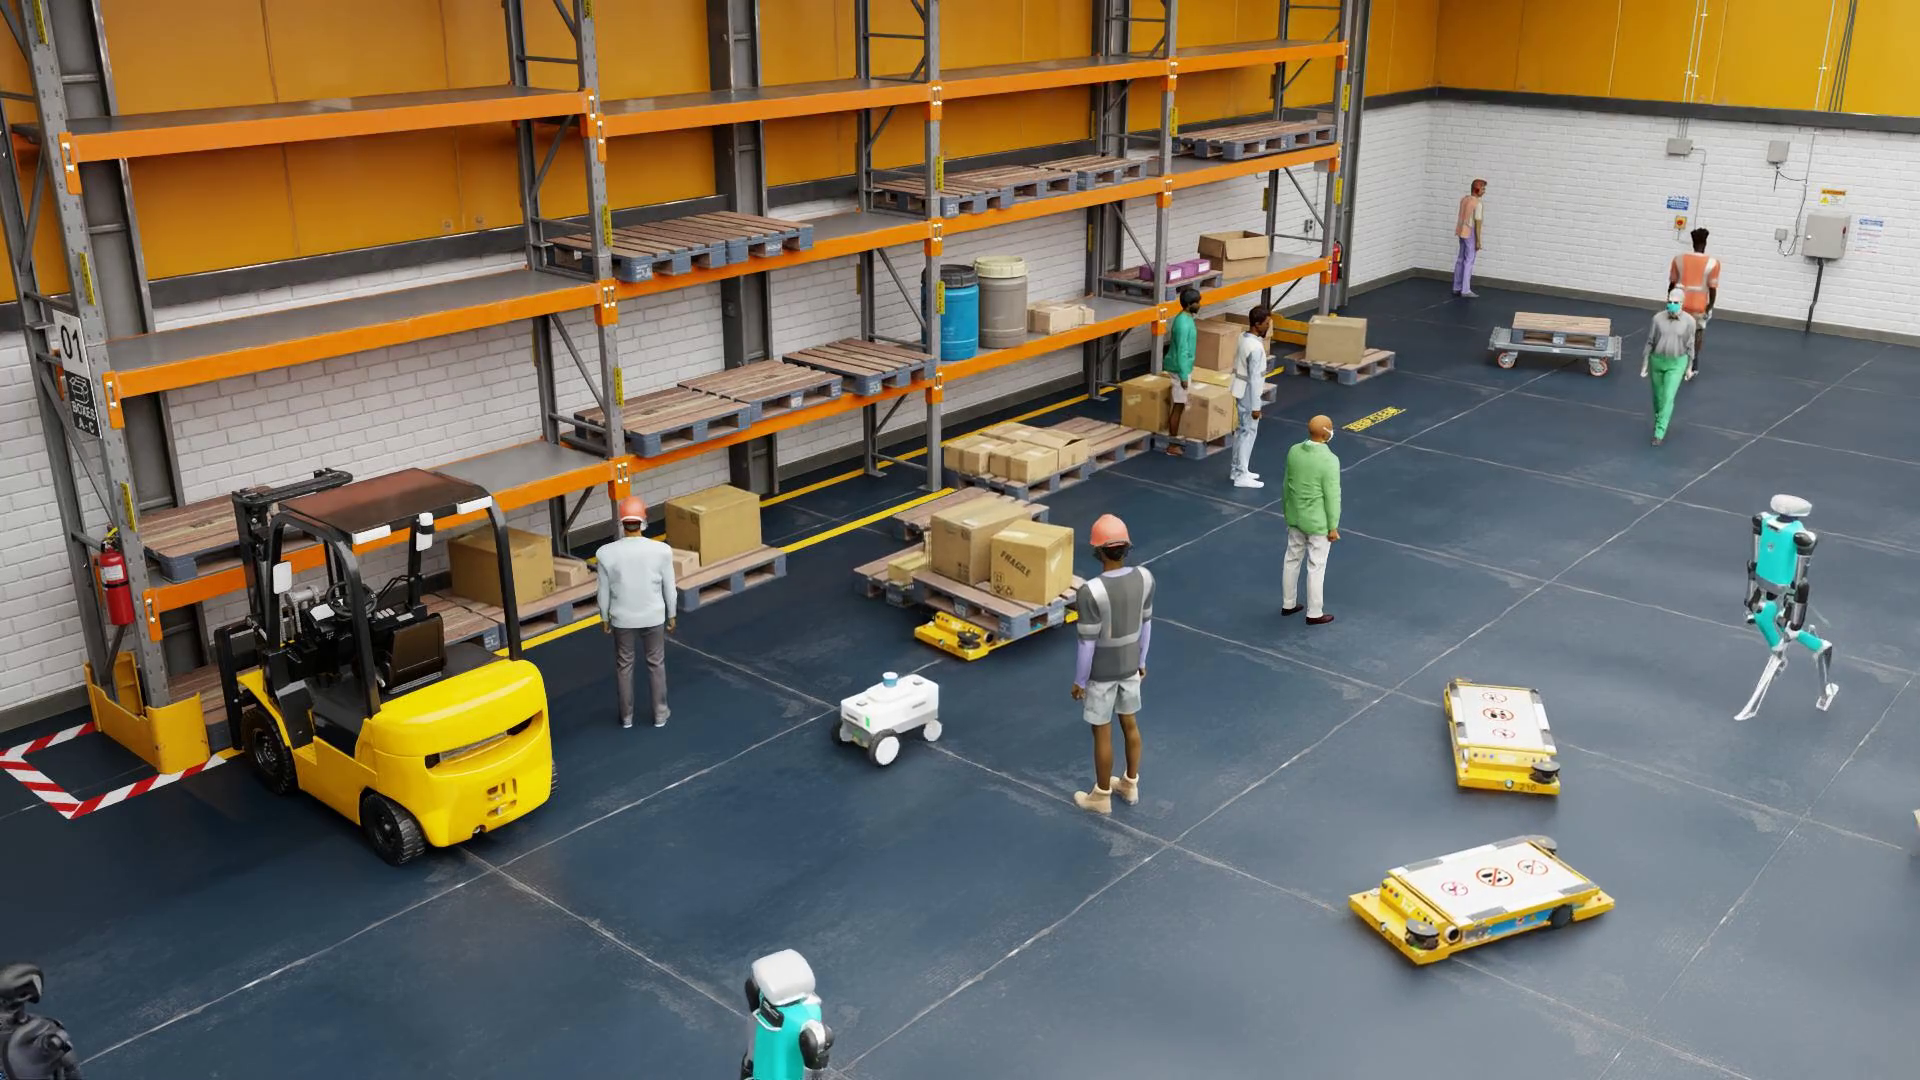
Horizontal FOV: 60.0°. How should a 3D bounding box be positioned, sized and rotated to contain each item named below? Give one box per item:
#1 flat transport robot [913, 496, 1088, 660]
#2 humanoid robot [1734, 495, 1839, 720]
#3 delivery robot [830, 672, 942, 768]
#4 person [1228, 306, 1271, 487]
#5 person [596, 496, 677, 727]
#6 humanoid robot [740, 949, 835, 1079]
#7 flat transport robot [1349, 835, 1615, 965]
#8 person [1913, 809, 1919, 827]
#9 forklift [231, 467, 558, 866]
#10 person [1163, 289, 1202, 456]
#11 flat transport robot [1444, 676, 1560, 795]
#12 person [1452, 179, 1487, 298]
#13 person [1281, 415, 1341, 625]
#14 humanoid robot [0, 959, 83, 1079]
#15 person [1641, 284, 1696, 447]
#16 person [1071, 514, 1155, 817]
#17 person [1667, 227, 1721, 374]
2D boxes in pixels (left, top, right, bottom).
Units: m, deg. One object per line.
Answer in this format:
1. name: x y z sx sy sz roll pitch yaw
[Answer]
1. flat transport robot: 0.363 0.633 13.836 1.431 0.231 0.659 -18 27 -40
2. humanoid robot: 6.188 0.487 12.151 0.958 1.768 0.540 -7 21 -18
3. delivery robot: -0.503 1.225 11.793 0.757 0.577 0.499 -17 26 -39
4. person: 2.991 -1.481 17.206 0.410 1.907 0.596 -2 20 -4
5. person: -2.320 0.522 12.012 0.568 1.739 0.350 -3 21 -9
6. humanoid robot: -0.973 2.548 6.588 0.995 1.770 0.530 -14 25 -34
7. flat transport robot: 3.091 2.110 9.833 1.431 0.231 0.659 -9 22 -22
8. person: 6.329 1.135 10.324 0.577 1.758 0.559 1 20 3
9. forklift: -3.730 0.710 10.856 2.313 2.155 1.214 17 26 38
10. person: 2.433 -1.851 18.301 0.396 1.843 0.500 4 21 10
11. flat transport robot: 3.832 1.375 11.827 0.659 0.231 1.431 4 21 11
12. person: 7.996 -4.739 26.126 0.392 1.835 0.568 -5 21 -12
13. person: 2.923 -0.172 13.831 0.384 1.782 0.550 -16 25 -36
14. humanoid robot: -3.791 2.462 6.903 0.603 1.629 0.761 8 22 20
15. person: 8.018 -2.029 18.846 0.534 1.794 0.948 14 24 33
16. person: 0.961 0.816 10.792 0.607 2.036 0.399 -14 24 -33
17. person: 9.431 -3.063 21.459 0.603 1.931 0.726 10 23 26
